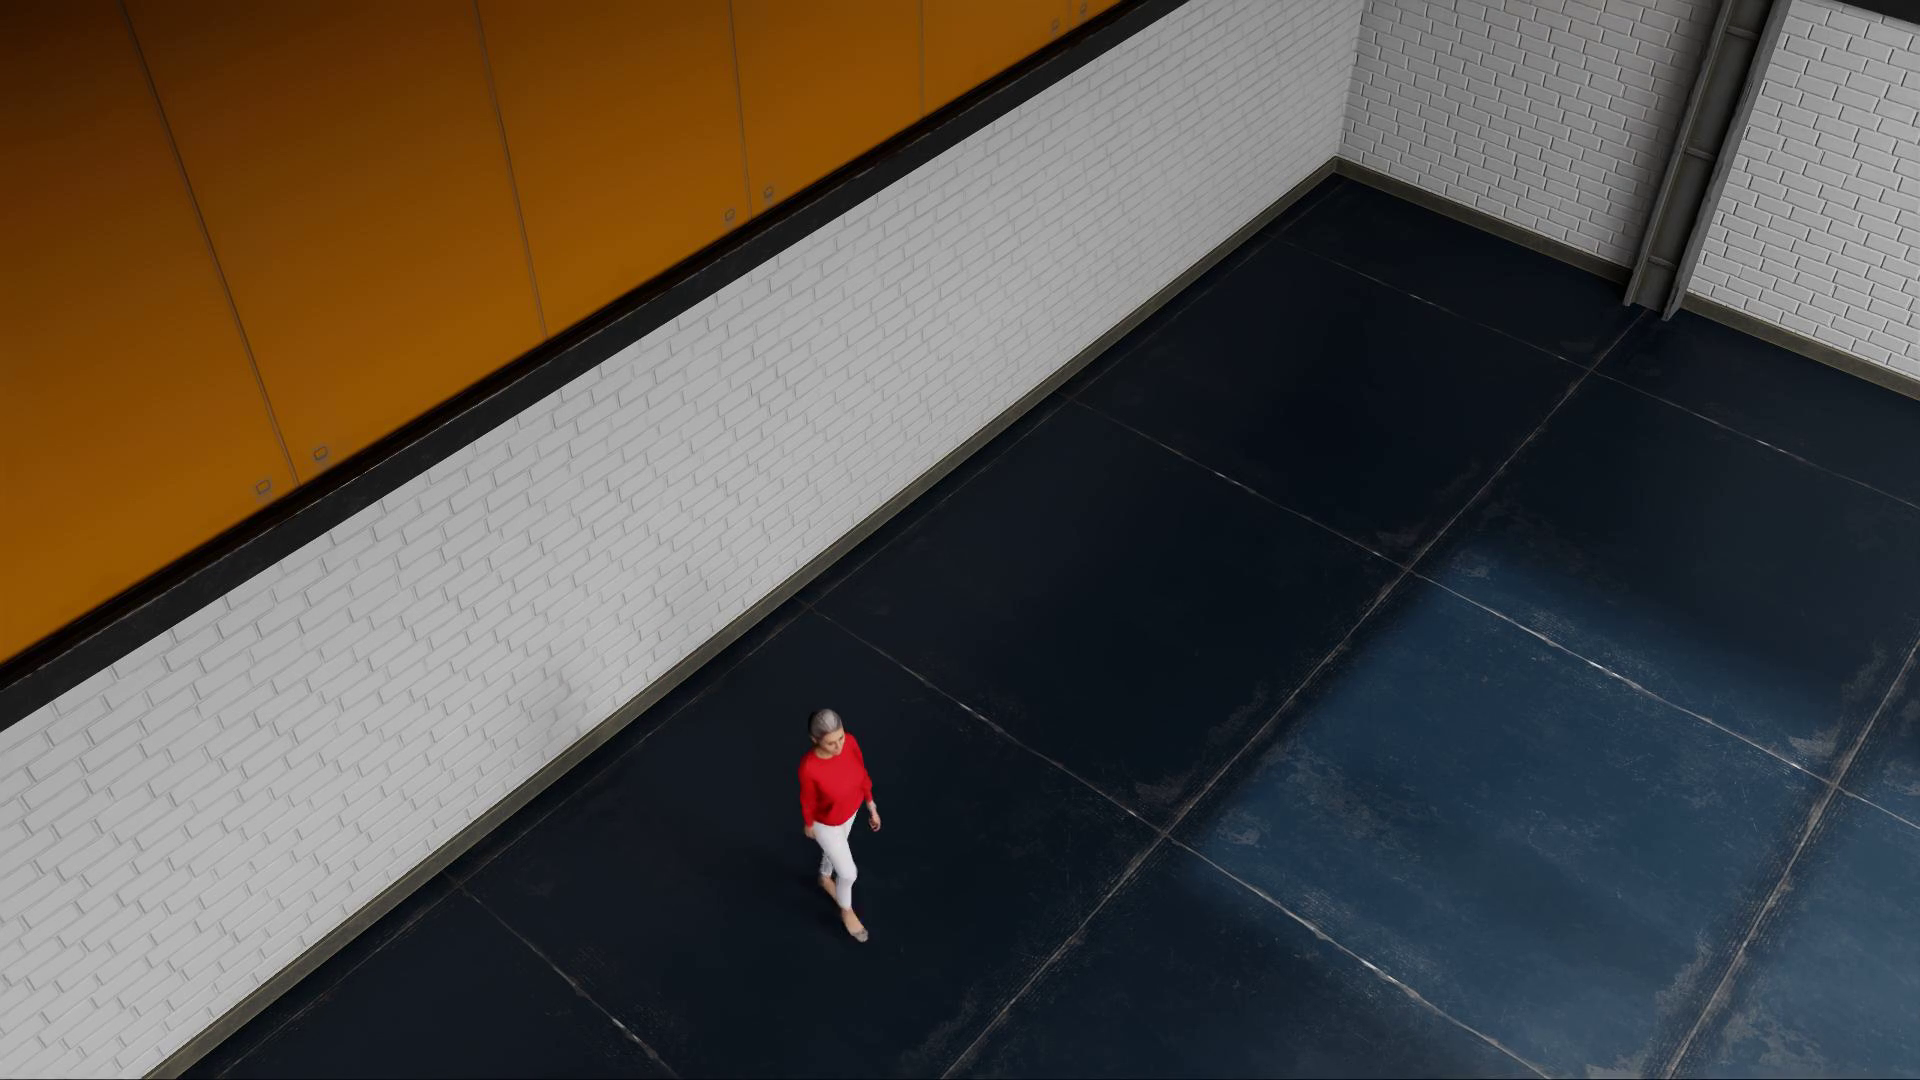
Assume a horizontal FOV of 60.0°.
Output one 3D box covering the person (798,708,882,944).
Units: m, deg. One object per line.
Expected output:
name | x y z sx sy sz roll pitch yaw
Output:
person | -0.754 1.474 9.253 0.741 1.677 0.553 32 52 29
